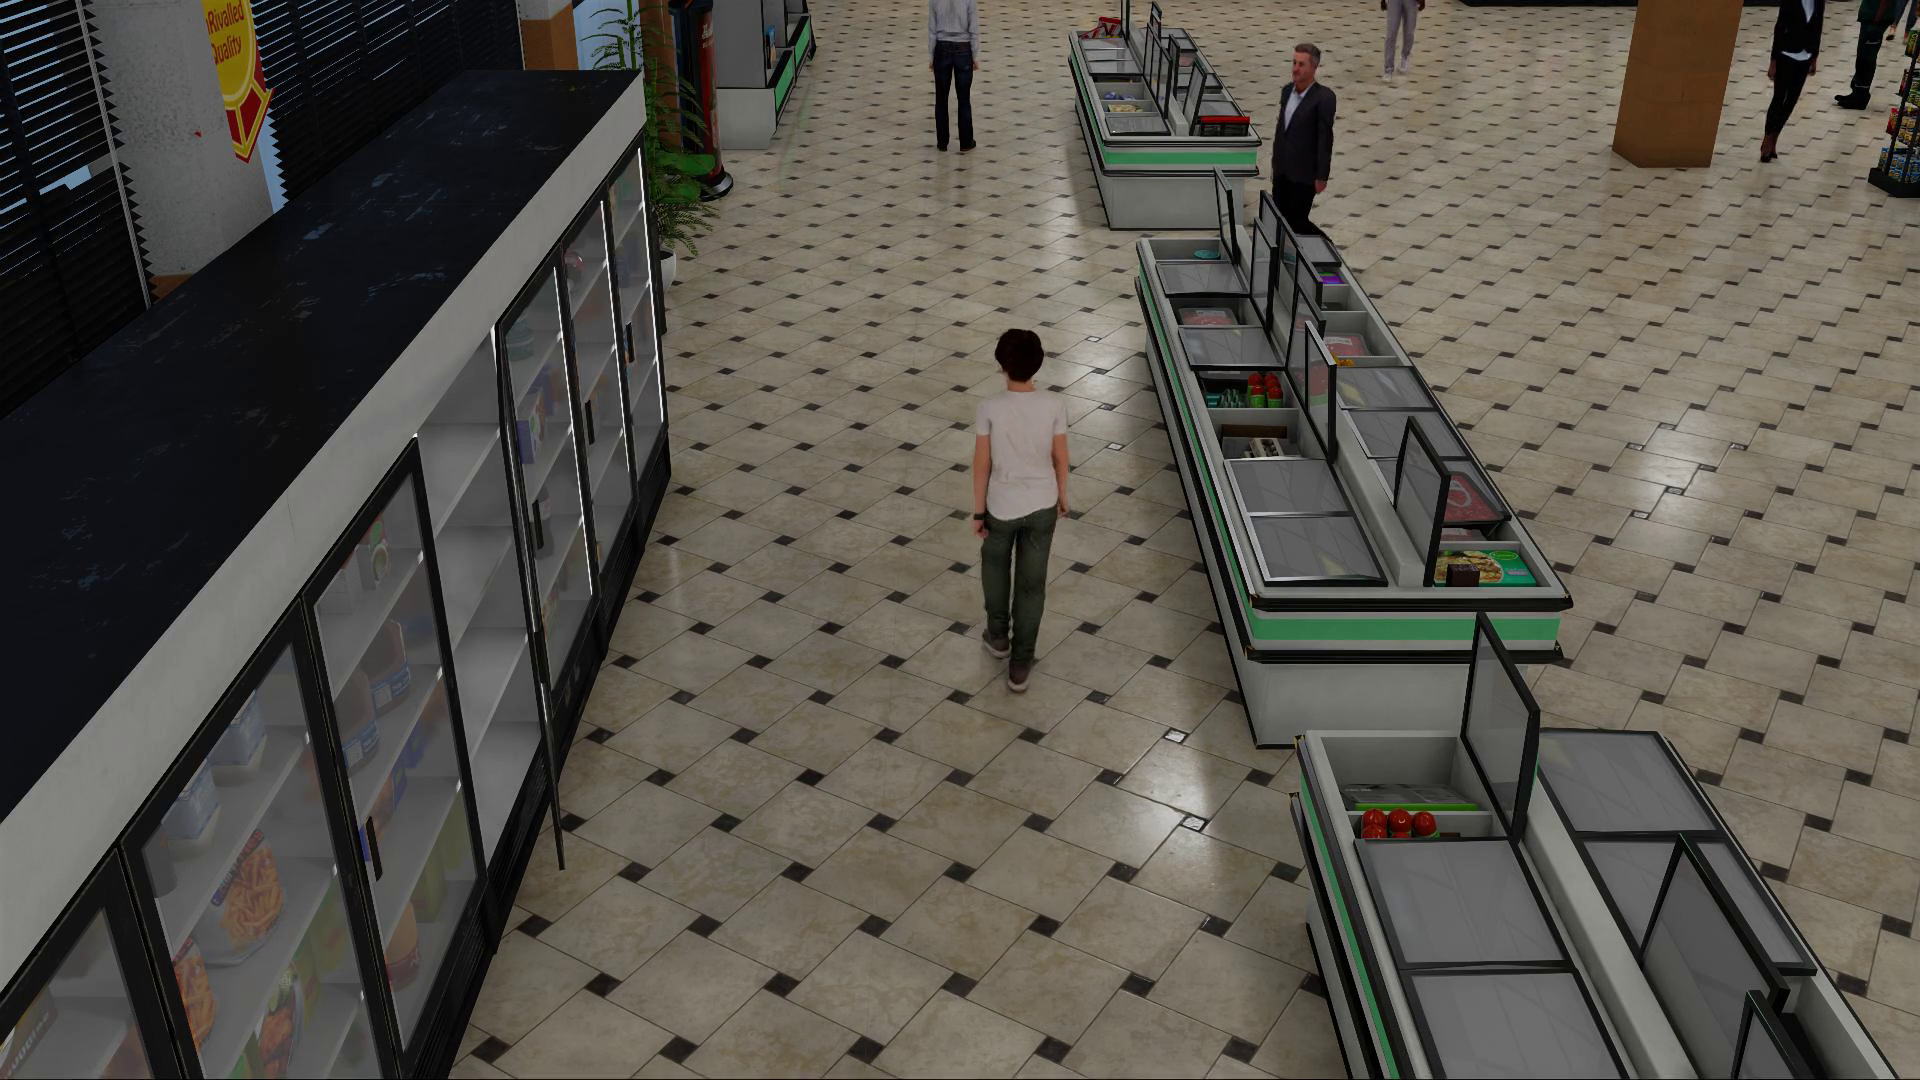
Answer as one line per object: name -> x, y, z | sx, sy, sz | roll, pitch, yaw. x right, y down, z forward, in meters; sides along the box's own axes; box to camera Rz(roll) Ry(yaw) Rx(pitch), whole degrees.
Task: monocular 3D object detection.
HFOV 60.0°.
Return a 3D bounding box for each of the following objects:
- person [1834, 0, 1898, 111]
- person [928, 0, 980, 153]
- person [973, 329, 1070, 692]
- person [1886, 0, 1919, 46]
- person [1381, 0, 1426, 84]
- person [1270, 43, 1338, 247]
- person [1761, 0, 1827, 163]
person -> 9.835, -5.586, 17.878 | 0.823, 1.840, 0.677 | 10, 28, 18
person -> -0.068, -4.719, 16.190 | 0.673, 1.820, 0.582 | 3, 27, 5
person -> 0.268, -0.089, 7.261 | 0.575, 1.637, 0.703 | 1, 27, 2
person -> 12.162, -7.198, 21.115 | 0.807, 1.786, 0.871 | 23, 35, 37
person -> 5.147, -6.251, 19.216 | 0.906, 1.815, 1.160 | 9, 28, 17
person -> 2.548, -2.741, 12.288 | 1.008, 1.821, 0.973 | -16, 31, -28
person -> 7.910, -4.528, 15.798 | 0.646, 1.833, 0.636 | -6, 28, -12
